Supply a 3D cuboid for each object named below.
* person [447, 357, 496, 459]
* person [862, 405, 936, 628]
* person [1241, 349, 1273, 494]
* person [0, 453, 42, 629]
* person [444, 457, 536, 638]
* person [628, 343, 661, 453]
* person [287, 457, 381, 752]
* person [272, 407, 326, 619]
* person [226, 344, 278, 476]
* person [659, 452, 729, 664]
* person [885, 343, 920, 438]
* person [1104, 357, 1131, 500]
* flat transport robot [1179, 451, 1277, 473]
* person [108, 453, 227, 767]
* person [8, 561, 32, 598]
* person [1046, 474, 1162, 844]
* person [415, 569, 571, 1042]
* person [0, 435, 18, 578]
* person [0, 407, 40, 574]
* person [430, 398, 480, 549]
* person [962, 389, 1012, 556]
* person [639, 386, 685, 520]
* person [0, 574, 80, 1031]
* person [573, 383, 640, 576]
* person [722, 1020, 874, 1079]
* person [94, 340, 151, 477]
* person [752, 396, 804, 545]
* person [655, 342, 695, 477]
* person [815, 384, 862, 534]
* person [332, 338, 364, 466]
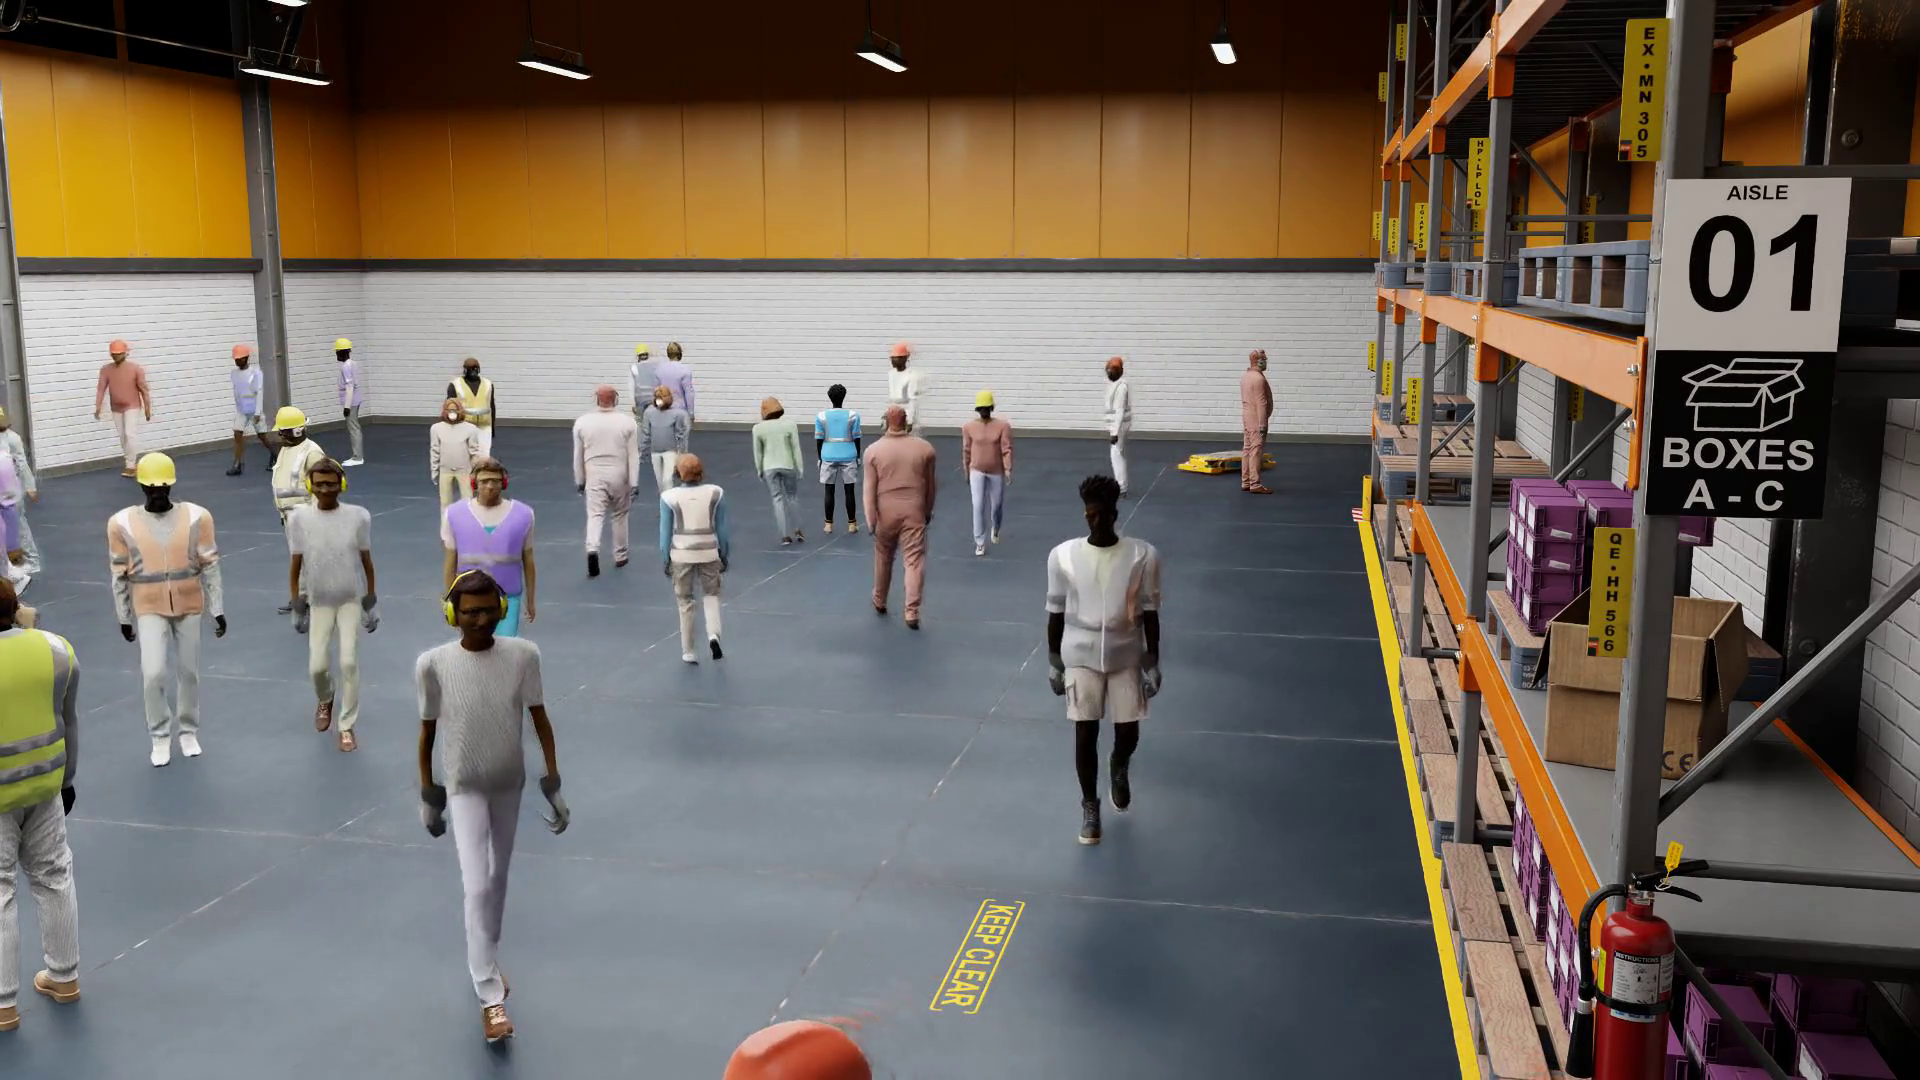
[{"bbox_3d":[-6.483,-1.528,22.099,0.634,1.816,0.810,-5,11,-29],"label":"person"},{"bbox_3d":[-0.518,-0.221,14.136,0.647,1.846,1.026,-2,10,-10],"label":"person"},{"bbox_3d":[3.948,-1.570,22.063,0.408,1.913,0.641,-2,10,-10],"label":"person"},{"bbox_3d":[-7.362,-0.048,12.591,0.628,2.022,0.857,3,10,18],"label":"person"},{"bbox_3d":[-3.024,0.350,10.751,0.577,1.818,0.714,-3,10,-15],"label":"person"},{"bbox_3d":[-4.974,-2.229,26.430,0.580,1.795,0.931,-3,10,-19],"label":"person"},{"bbox_3d":[-3.922,0.387,10.460,0.523,1.853,0.493,-3,10,-19],"label":"person"},{"bbox_3d":[-5.687,-0.239,14.311,0.587,1.822,0.403,8,12,40],"label":"person"},{"bbox_3d":[-10.282,-1.898,24.124,0.544,1.900,0.942,2,10,14],"label":"person"},{"bbox_3d":[-1.997,0.148,12.539,0.522,1.626,0.413,-3,10,-19],"label":"person"},{"bbox_3d":[-0.794,-1.642,22.270,1.040,1.986,0.629,-9,13,-44],"label":"person"},{"bbox_3d":[2.032,-1.448,21.540,0.372,1.855,0.750,-1,9,-4],"label":"person"},{"bbox_3d":[3.962,-1.162,24.534,1.431,0.197,0.652,-7,12,-38],"label":"flat transport robot"},{"bbox_3d":[-4.795,0.420,10.101,0.600,1.907,0.609,-6,11,-30],"label":"person"},{"bbox_3d":[-8.628,-0.228,14.830,0.392,1.627,0.528,-4,10,-25],"label":"person"},{"bbox_3d":[0.759,0.607,8.802,0.623,1.953,0.509,1,9,5],"label":"person"},{"bbox_3d":[-1.840,1.029,6.634,0.535,1.829,0.912,-6,11,-31],"label":"person"},{"bbox_3d":[-8.263,-0.264,14.211,0.408,1.908,0.644,-1,9,-5],"label":"person"},{"bbox_3d":[-9.266,-0.477,16.063,0.509,1.706,0.723,5,11,28],"label":"person"},{"bbox_3d":[-5.377,-0.708,17.743,0.505,1.628,0.276,-1,9,-6],"label":"person"},{"bbox_3d":[0.287,-0.743,17.600,0.524,1.737,0.742,0,9,1],"label":"person"},{"bbox_3d":[-3.510,-0.993,19.504,0.515,1.610,0.705,2,10,14],"label":"person"},{"bbox_3d":[-3.825,1.024,6.645,0.429,1.844,0.627,5,11,27],"label":"person"},{"bbox_3d":[-3.485,-0.606,16.390,0.651,1.876,0.902,-1,9,-3],"label":"person"},{"bbox_3d":[-0.081,1.653,2.832,0.953,1.869,0.563,-5,11,-29],"label":"person"},{"bbox_3d":[-11.952,-1.862,23.682,0.647,1.958,0.859,0,9,1],"label":"person"},{"bbox_3d":[-1.972,-0.764,18.108,0.551,1.600,0.602,-1,9,-4],"label":"person"},{"bbox_3d":[-4.011,-1.828,23.537,0.631,1.940,0.372,5,11,28],"label":"person"},{"bbox_3d":[-1.363,-0.909,18.722,0.533,1.697,0.318,0,9,-3],"label":"person"},{"bbox_3d":[-9.214,-2.075,25.056,0.388,1.926,0.590,-2,10,-11],"label":"person"}]
